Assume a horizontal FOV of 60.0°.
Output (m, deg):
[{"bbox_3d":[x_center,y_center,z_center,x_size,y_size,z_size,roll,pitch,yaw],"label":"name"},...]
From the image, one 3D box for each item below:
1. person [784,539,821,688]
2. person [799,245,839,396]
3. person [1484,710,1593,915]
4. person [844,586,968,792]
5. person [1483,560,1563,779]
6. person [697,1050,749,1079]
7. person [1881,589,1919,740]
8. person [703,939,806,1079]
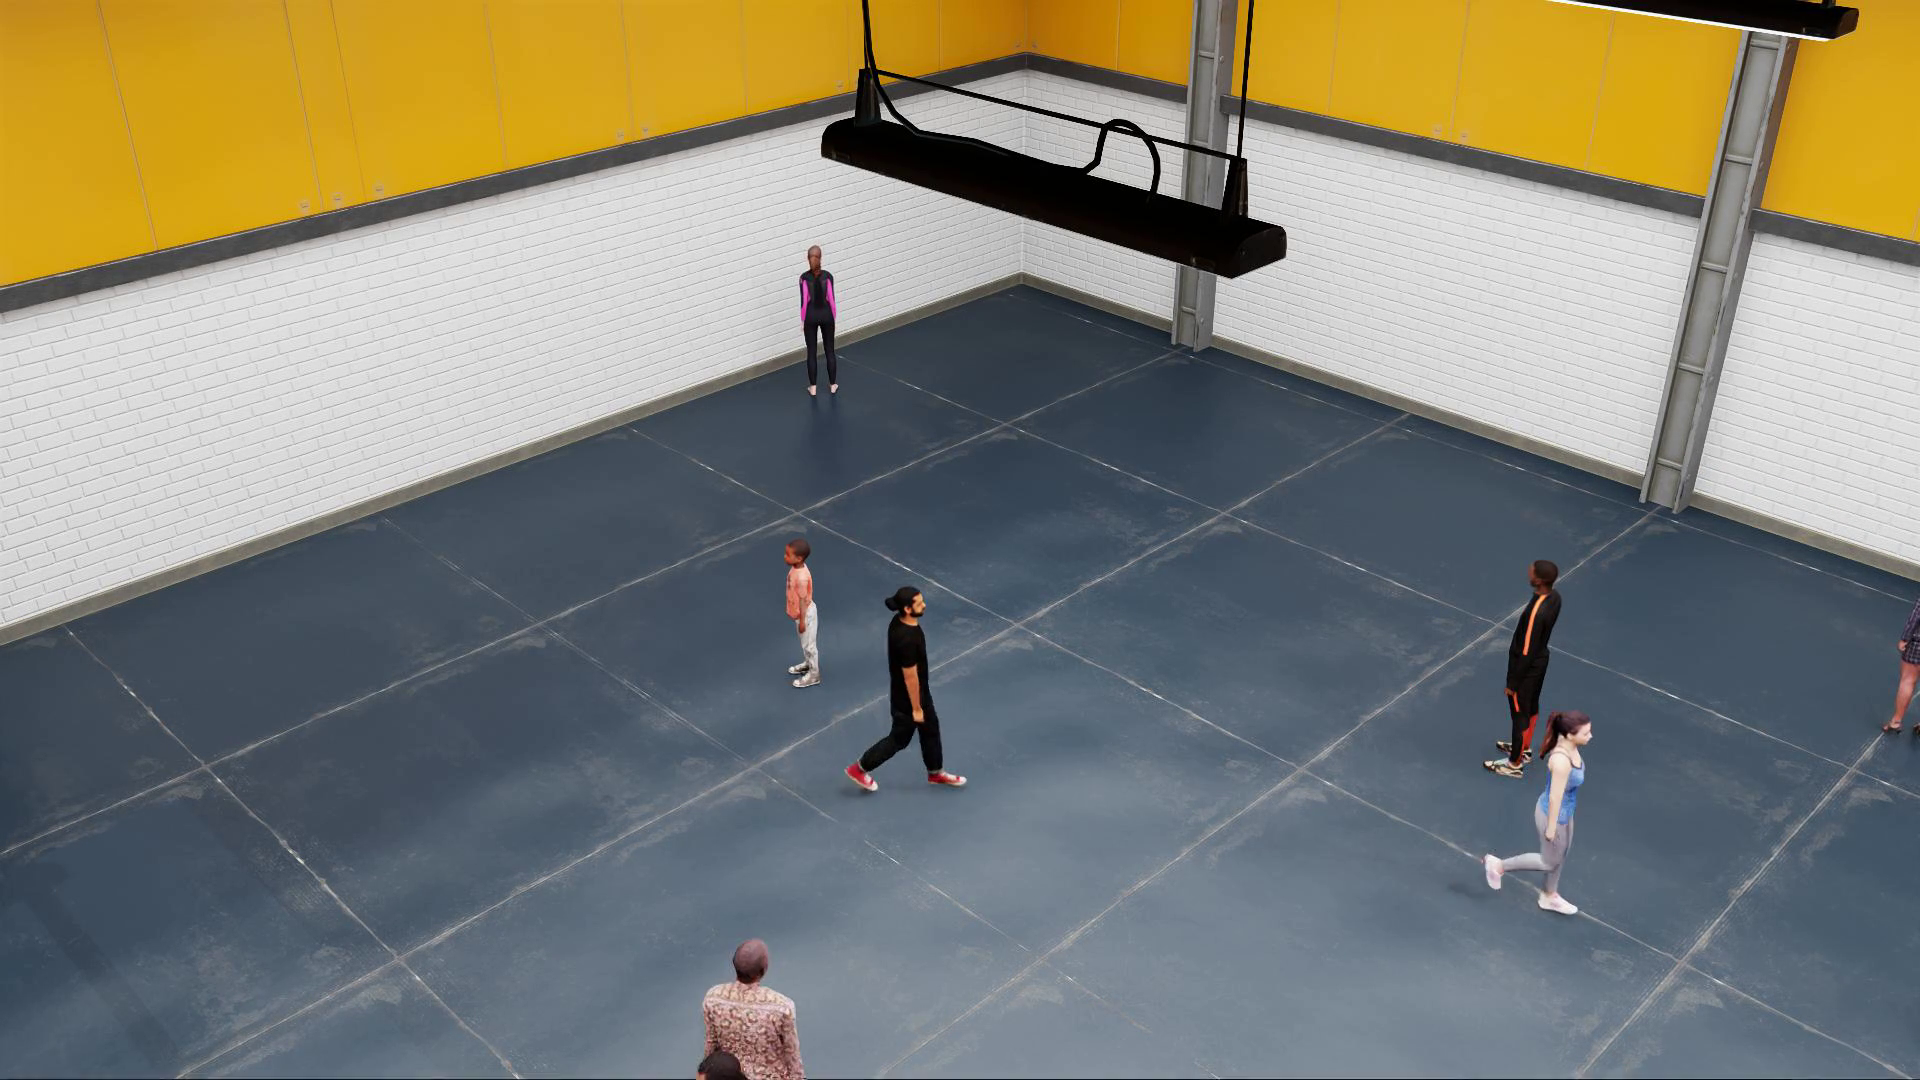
[{"bbox_3d":[-1.276,0.574,13.615,0.602,1.308,0.516,-7,29,-13],"label":"person"},{"bbox_3d":[-1.598,-2.484,18.757,0.670,1.752,0.715,-5,29,-9],"label":"person"},{"bbox_3d":[3.895,1.807,11.054,0.951,1.596,0.743,13,31,22],"label":"person"},{"bbox_3d":[-0.452,1.137,12.145,1.188,1.727,1.127,0,29,0],"label":"person"},{"bbox_3d":[4.253,0.942,12.417,0.582,1.809,0.658,19,34,31],"label":"person"},{"bbox_3d":[-1.018,3.193,8.386,1.078,1.718,1.087,-4,29,-7],"label":"person"},{"bbox_3d":[7.478,0.794,12.805,0.677,1.698,0.762,3,29,5],"label":"person"},{"bbox_3d":[-1.097,2.922,8.808,0.894,1.789,0.958,5,29,10],"label":"person"}]
